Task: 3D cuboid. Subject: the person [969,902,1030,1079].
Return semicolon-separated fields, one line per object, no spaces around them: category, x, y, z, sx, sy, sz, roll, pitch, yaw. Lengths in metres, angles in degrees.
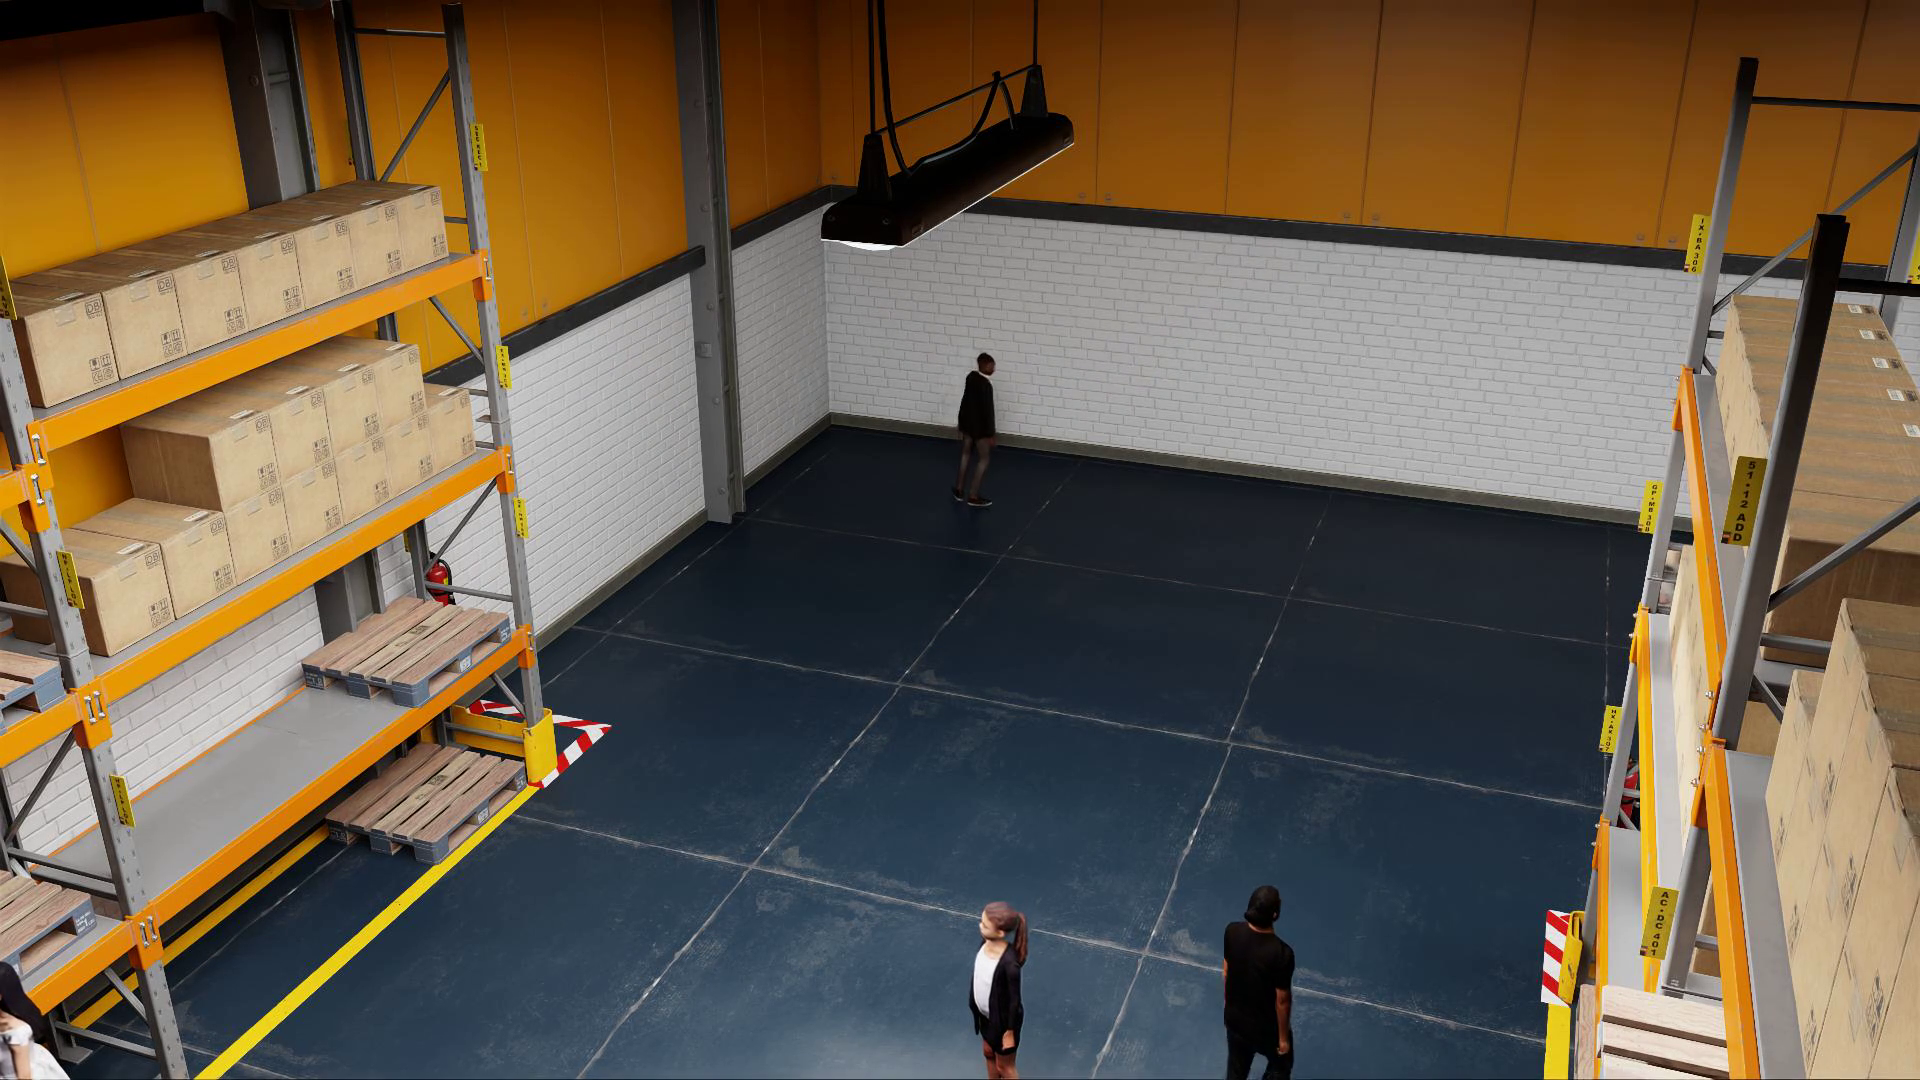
person;0.230;2.750;9.688;0.695;1.554;0.640;-12;26;-25

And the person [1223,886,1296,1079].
person;1.635;2.754;9.431;0.737;1.753;0.736;21;31;39

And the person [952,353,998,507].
person;0.137;-1.245;18.547;0.866;1.779;0.871;-20;30;-37

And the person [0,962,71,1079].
person;-4.941;2.986;8.880;0.820;1.769;0.784;-15;28;-31
